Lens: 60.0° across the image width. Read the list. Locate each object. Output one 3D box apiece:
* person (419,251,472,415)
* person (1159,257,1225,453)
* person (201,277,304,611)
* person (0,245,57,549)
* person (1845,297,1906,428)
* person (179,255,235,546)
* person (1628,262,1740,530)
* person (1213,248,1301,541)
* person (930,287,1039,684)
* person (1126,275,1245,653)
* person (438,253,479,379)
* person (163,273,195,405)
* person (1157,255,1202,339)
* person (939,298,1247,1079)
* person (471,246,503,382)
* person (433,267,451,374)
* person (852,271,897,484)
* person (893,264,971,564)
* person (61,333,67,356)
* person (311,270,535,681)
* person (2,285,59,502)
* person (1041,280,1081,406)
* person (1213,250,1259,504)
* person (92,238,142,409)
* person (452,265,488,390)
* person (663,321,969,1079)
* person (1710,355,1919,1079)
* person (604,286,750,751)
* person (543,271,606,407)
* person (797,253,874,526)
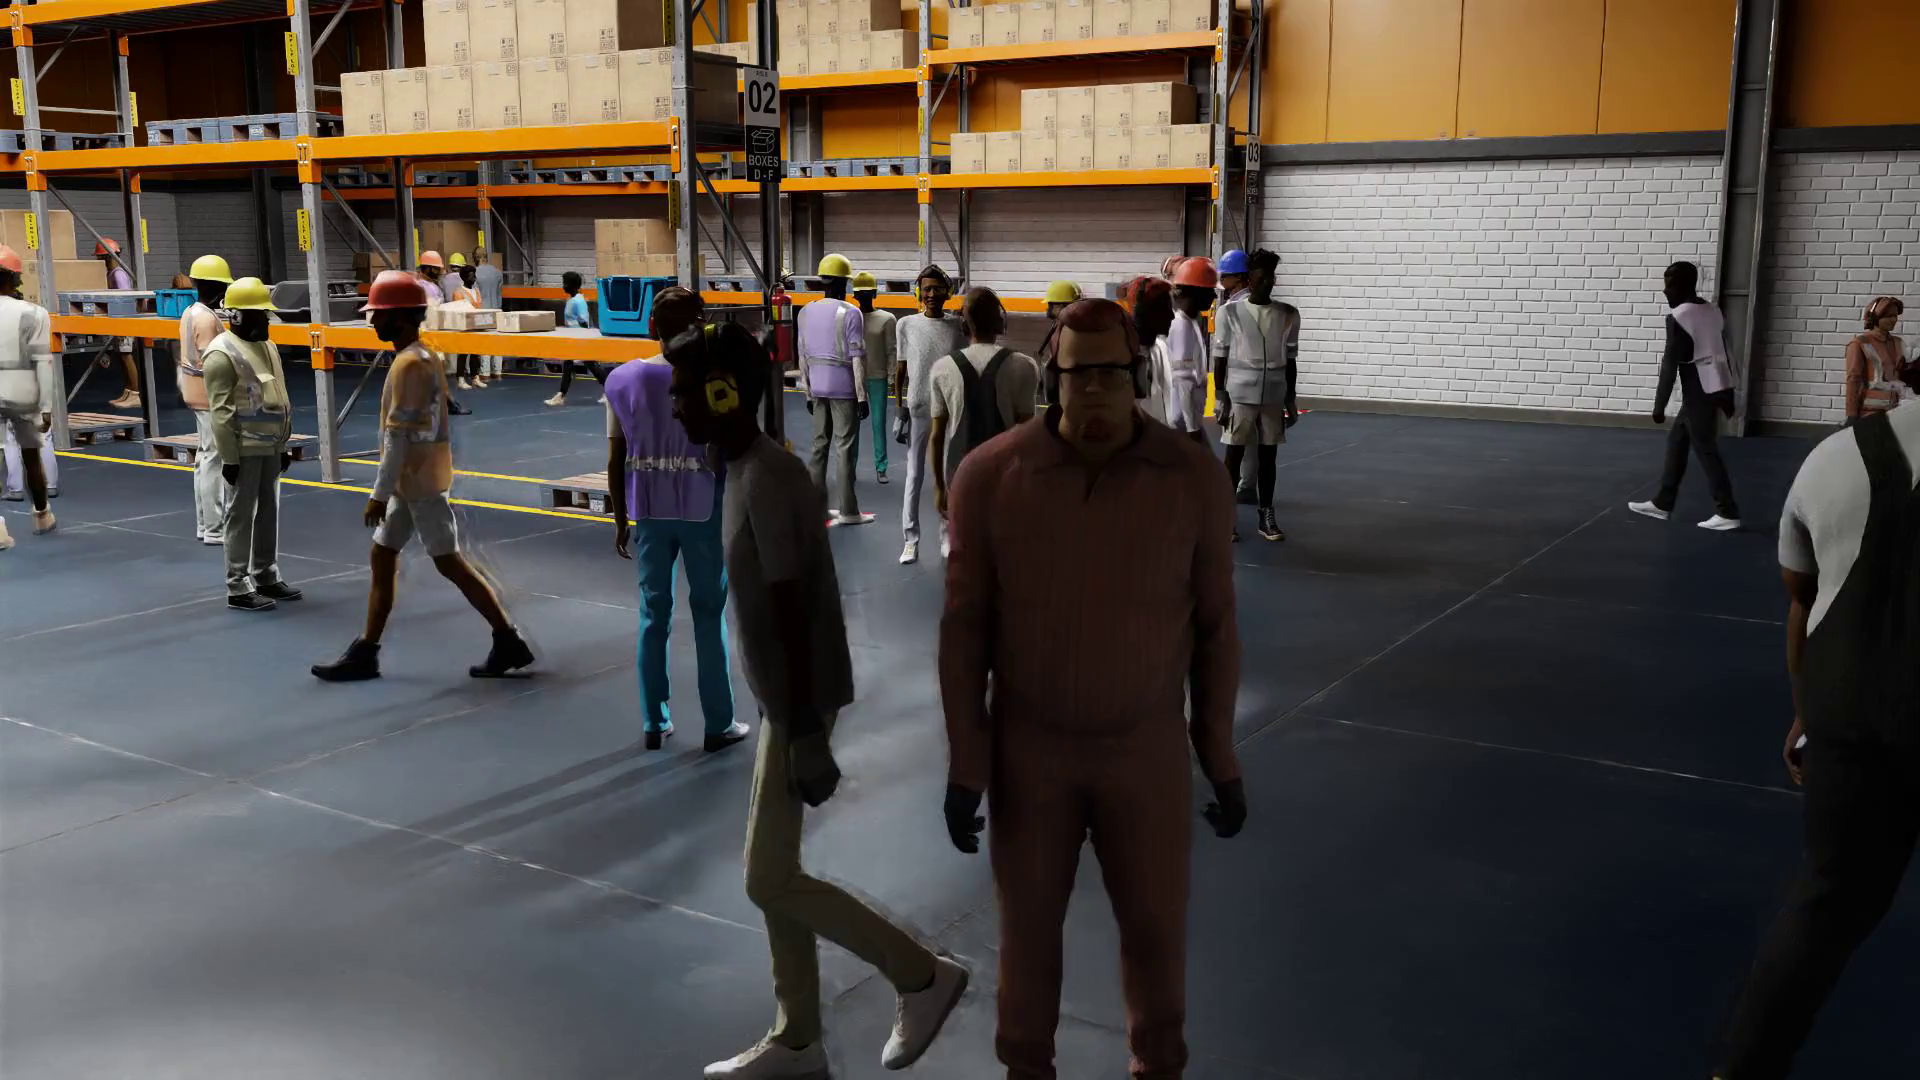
[{"bbox_3d":[-6.128,-2.377,19.257,0.835,1.909,0.566,0,10,-2],"label":"person"},{"bbox_3d":[1.368,-0.732,10.031,0.425,1.922,0.565,3,11,15],"label":"person"},{"bbox_3d":[-3.882,-0.521,9.139,0.405,1.824,0.585,1,10,6],"label":"person"},{"bbox_3d":[-6.346,-0.956,11.081,0.610,1.993,1.053,-4,11,-20],"label":"person"},{"bbox_3d":[6.254,-0.842,11.408,0.522,1.640,0.306,-5,11,-25],"label":"person"},{"bbox_3d":[-4.968,-0.926,11.089,0.377,1.920,0.594,-6,12,-31],"label":"person"},{"bbox_3d":[5.161,-1.019,11.762,0.617,1.866,0.942,-10,14,-43],"label":"person"},{"bbox_3d":[1.996,-0.971,11.216,0.603,1.967,0.368,-1,10,-8],"label":"person"},{"bbox_3d":[0.128,-0.254,7.694,0.524,1.799,0.885,2,10,10],"label":"person"},{"bbox_3d":[0.949,-0.297,7.794,0.895,1.847,0.610,7,12,34],"label":"person"},{"bbox_3d":[-7.278,-3.258,24.247,0.592,1.837,0.404,2,10,12],"label":"person"},{"bbox_3d":[-9.350,-2.407,20.112,0.527,1.618,0.367,-3,11,-17],"label":"person"},{"bbox_3d":[1.567,-1.126,12.236,0.639,1.911,0.402,-9,13,-40],"label":"person"},{"bbox_3d":[0.291,0.430,3.634,0.669,1.906,0.404,1,10,3],"label":"person"},{"bbox_3d":[-6.804,-3.227,23.807,0.373,1.936,0.629,5,11,27],"label":"person"},{"bbox_3d":[-7.798,-3.290,25.013,0.277,1.629,0.496,5,12,27],"label":"person"},{"bbox_3d":[-0.783,-1.344,13.842,0.525,1.769,0.315,0,10,1],"label":"person"},{"bbox_3d":[-0.162,-0.781,10.428,0.520,1.873,0.328,-1,10,-4],"label":"person"},{"bbox_3d":[-12.059,-2.865,21.817,0.504,1.924,0.629,3,11,17],"label":"person"},{"bbox_3d":[-2.459,-0.279,7.603,0.988,1.896,0.544,-3,11,-17],"label":"person"},{"bbox_3d":[-7.331,-1.181,12.932,0.526,1.769,0.328,-9,14,-42],"label":"person"},{"bbox_3d":[0.684,-0.993,11.992,0.860,1.728,0.566,-1,10,-4],"label":"person"},{"bbox_3d":[2.137,-1.251,12.829,0.400,1.943,0.612,-1,10,-7],"label":"person"},{"bbox_3d":[-10.173,-2.603,20.058,0.396,2.038,0.611,-7,12,-33],"label":"person"},{"bbox_3d":[-6.673,-2.885,22.608,0.320,1.687,0.534,4,11,20],"label":"person"},{"bbox_3d":[-0.364,0.410,3.916,0.624,1.836,0.559,-1,10,-8],"label":"person"},{"bbox_3d":[2.079,0.369,3.585,1.012,2.000,0.750,-7,12,-32],"label":"person"},{"bbox_3d":[-1.108,-0.072,6.575,0.570,1.840,0.372,1,10,8],"label":"person"},{"bbox_3d":[-4.655,-2.466,20.381,0.907,1.650,0.526,-4,11,-19],"label":"person"},{"bbox_3d":[-0.887,-1.064,11.842,0.587,1.928,0.364,7,12,34],"label":"person"}]
